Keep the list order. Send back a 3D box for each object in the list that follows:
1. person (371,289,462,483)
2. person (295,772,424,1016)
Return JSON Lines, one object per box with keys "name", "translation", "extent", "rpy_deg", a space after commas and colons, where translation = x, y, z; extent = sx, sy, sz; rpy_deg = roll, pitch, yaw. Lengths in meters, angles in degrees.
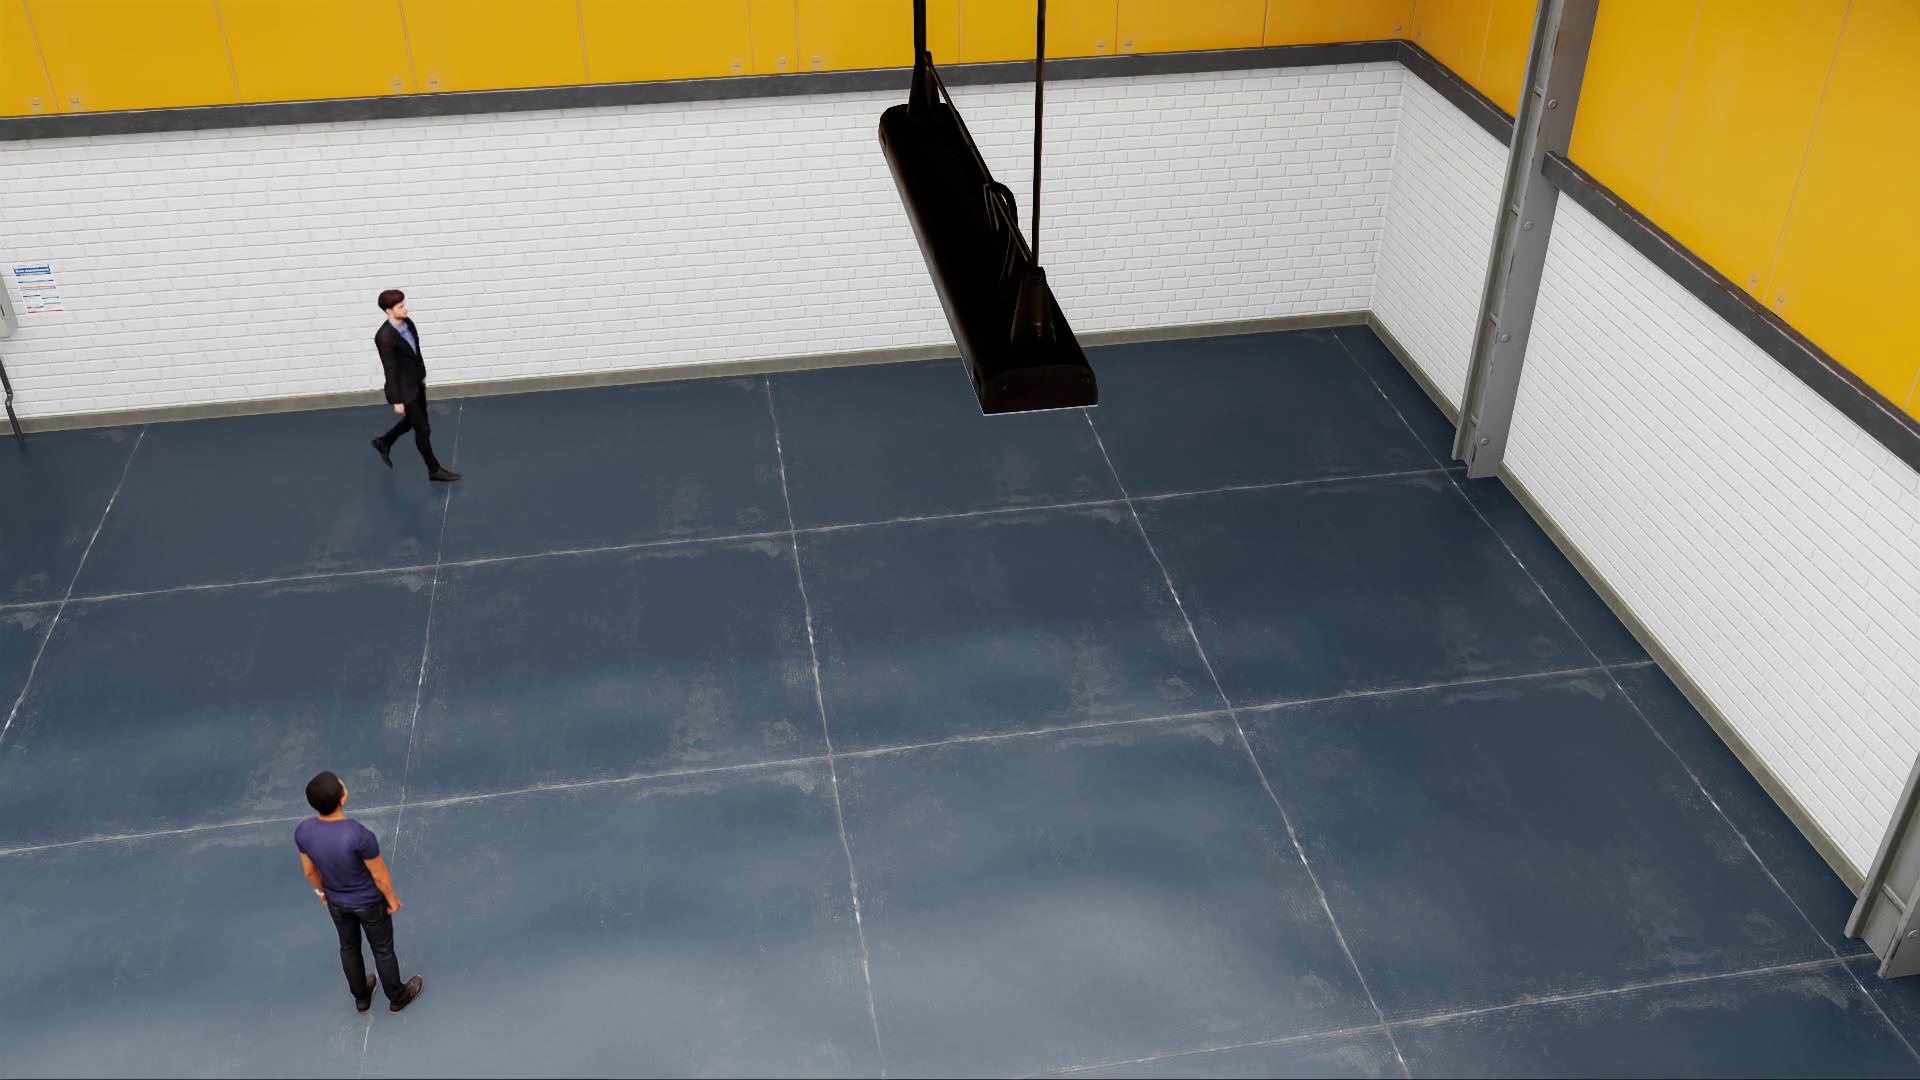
{"name": "person", "translation": [-4.949, -1.349, 14.671], "extent": [0.974, 1.868, 1.102], "rpy_deg": [5, 34, 7]}
{"name": "person", "translation": [-3.505, 2.060, 9.611], "extent": [0.694, 1.793, 0.622], "rpy_deg": [3, 34, 4]}
